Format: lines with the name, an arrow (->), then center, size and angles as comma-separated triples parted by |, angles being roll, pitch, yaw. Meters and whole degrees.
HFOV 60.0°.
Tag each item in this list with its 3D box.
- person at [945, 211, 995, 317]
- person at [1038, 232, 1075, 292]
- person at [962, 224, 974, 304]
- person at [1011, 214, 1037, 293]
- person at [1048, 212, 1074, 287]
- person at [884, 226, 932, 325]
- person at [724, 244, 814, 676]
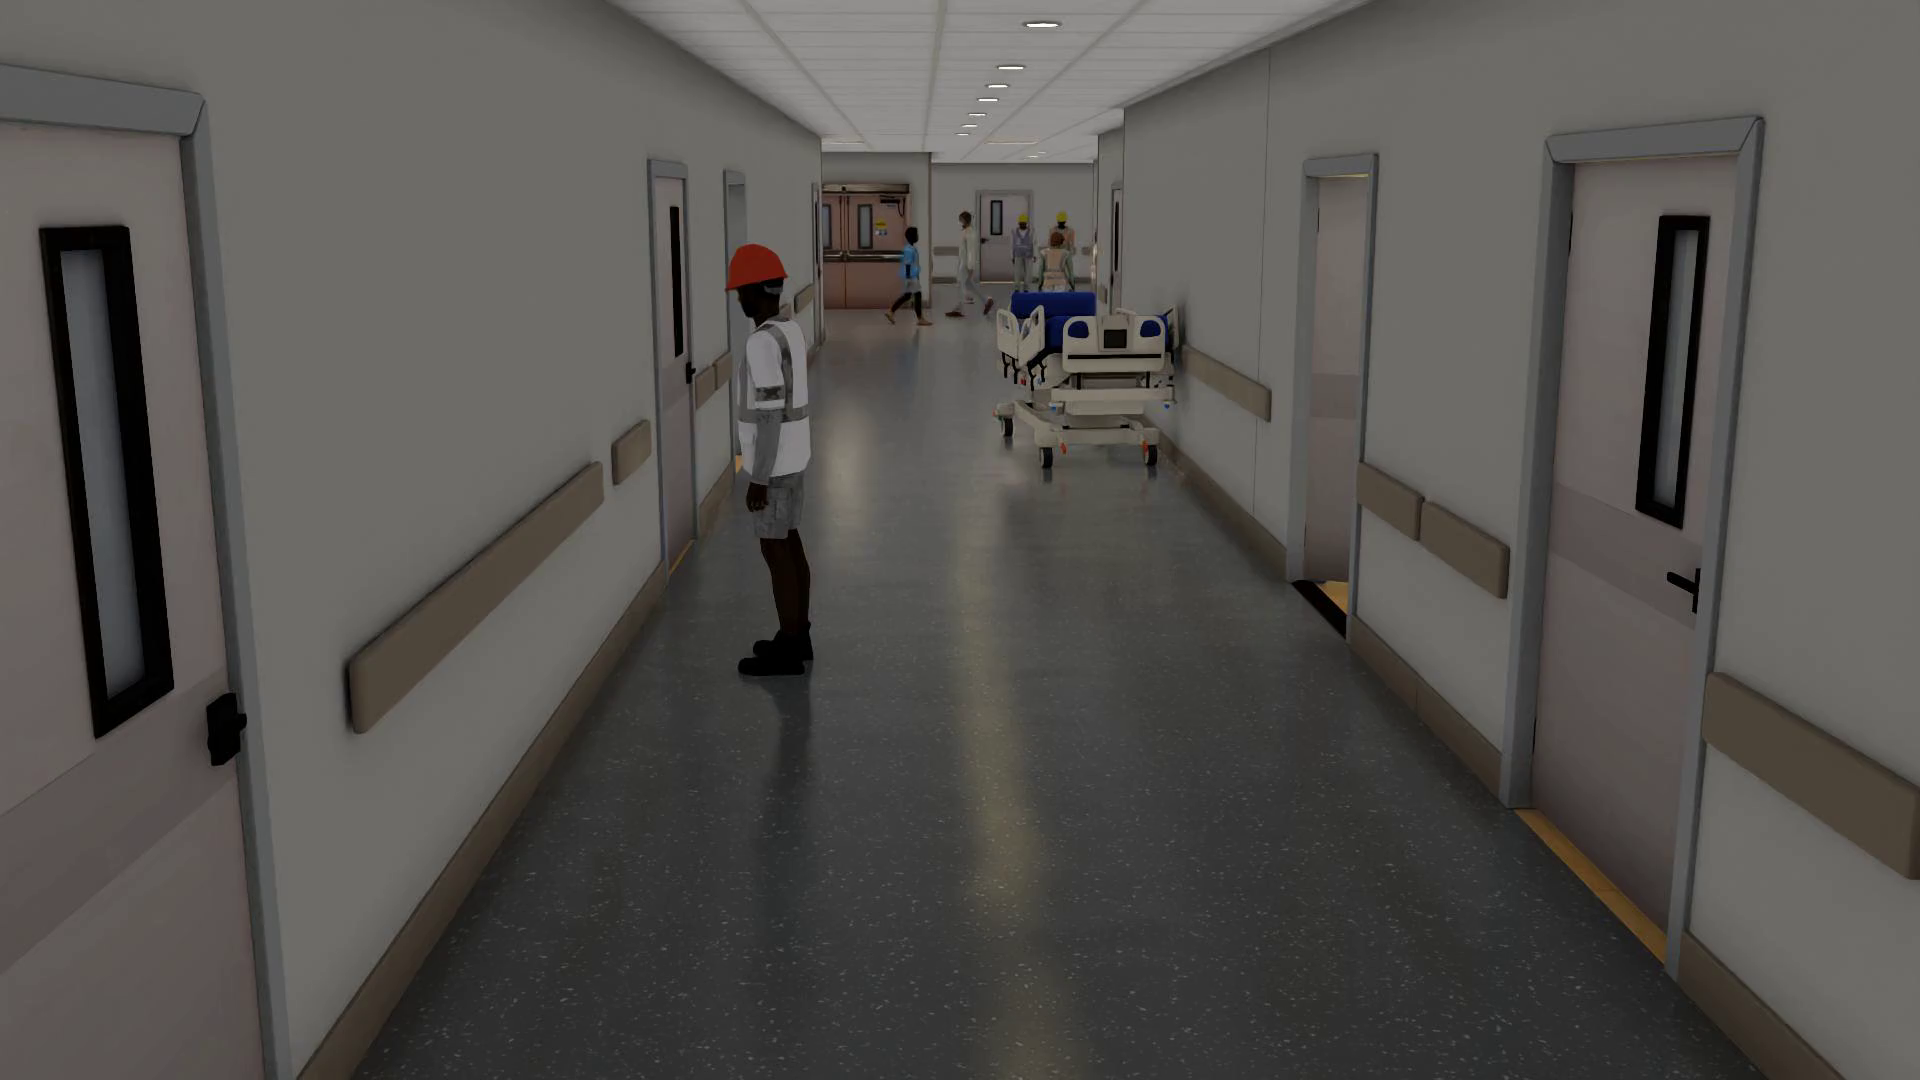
person -> 0.187, -5.011, 30.217 | 0.856, 1.918, 0.634 | -1, 12, -4
person -> 1.523, -3.949, 25.777 | 0.551, 1.605, 0.761 | 5, 13, 22
person -> 0.172, -5.661, 34.062 | 0.307, 1.639, 0.525 | 1, 12, 4
person -> 1.397, -6.261, 36.598 | 0.596, 1.785, 0.907 | 1, 12, 5
person -> 2.179, -6.159, 36.013 | 0.582, 1.850, 1.021 | 2, 12, 8
person -> -0.889, -4.470, 28.184 | 0.764, 1.671, 0.532 | 0, 12, -1
person -> -0.867, -0.350, 7.475 | 0.377, 1.928, 0.551 | 2, 12, 8
